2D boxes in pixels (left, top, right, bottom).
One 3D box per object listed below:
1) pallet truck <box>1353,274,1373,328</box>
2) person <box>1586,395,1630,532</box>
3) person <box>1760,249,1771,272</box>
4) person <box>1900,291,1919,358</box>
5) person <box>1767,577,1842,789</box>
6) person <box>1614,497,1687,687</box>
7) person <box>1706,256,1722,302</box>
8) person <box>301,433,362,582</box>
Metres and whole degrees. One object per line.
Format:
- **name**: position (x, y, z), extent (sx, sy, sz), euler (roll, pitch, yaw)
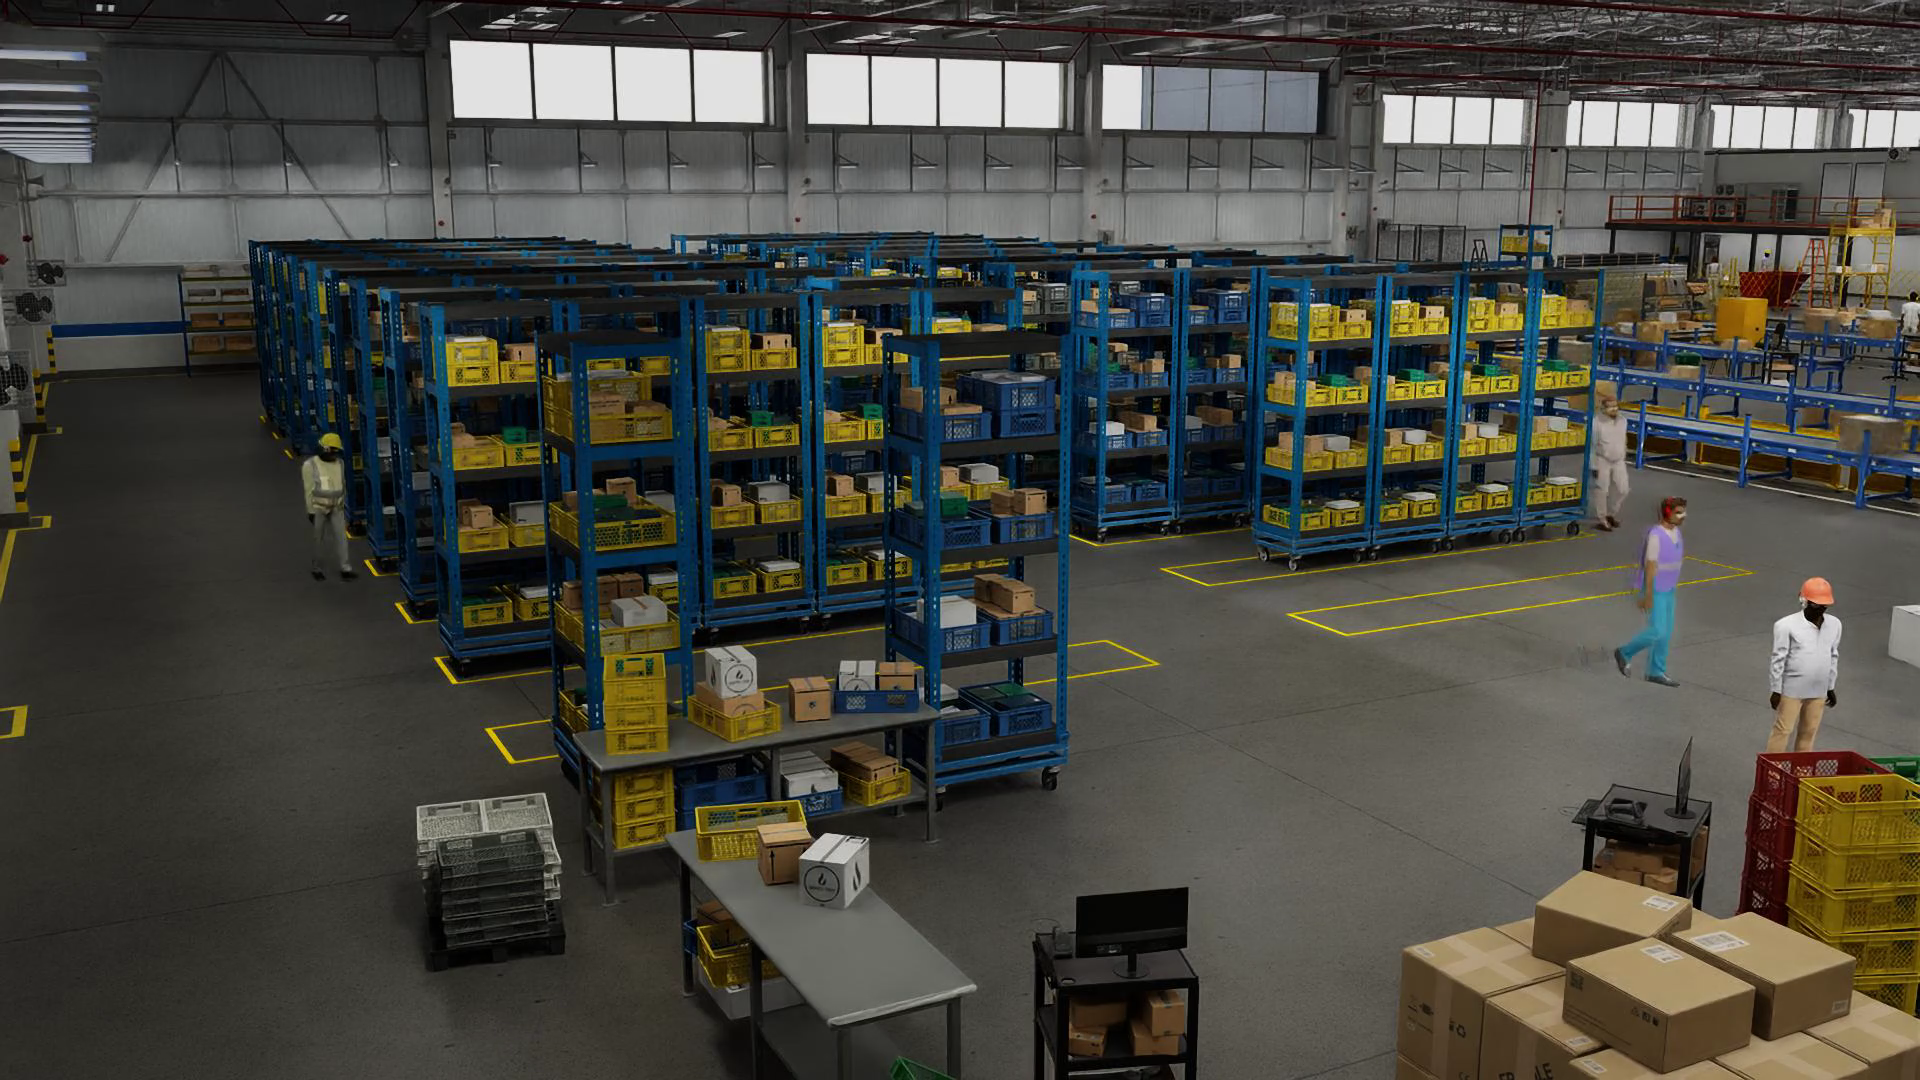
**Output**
- **pallet truck**: position (13.011, -8.050, 55.243), extent (0.823, 1.965, 1.885), euler (-7, 14, -28)
- **person**: position (8.864, -1.040, 22.727), extent (0.668, 1.883, 0.424), euler (-3, 12, -15)
- **person**: position (35.165, -11.737, 72.677), extent (0.377, 1.918, 0.585), euler (5, 13, 21)
- **person**: position (25.601, -5.751, 44.792), extent (0.514, 1.872, 0.328), euler (8, 15, 34)
- **person**: position (6.536, 1.136, 12.851), extent (0.572, 1.749, 0.343), euler (-2, 12, -10)
- **person**: position (6.584, 0.480, 15.736), extent (0.593, 1.829, 0.499), euler (-11, 16, -43)
- **person**: position (30.526, -10.566, 67.359), extent (0.572, 1.854, 0.805), euler (6, 14, 27)
- **person**: position (-7.492, -0.361, 19.793), extent (0.836, 1.778, 0.633), euler (10, 16, 40)
